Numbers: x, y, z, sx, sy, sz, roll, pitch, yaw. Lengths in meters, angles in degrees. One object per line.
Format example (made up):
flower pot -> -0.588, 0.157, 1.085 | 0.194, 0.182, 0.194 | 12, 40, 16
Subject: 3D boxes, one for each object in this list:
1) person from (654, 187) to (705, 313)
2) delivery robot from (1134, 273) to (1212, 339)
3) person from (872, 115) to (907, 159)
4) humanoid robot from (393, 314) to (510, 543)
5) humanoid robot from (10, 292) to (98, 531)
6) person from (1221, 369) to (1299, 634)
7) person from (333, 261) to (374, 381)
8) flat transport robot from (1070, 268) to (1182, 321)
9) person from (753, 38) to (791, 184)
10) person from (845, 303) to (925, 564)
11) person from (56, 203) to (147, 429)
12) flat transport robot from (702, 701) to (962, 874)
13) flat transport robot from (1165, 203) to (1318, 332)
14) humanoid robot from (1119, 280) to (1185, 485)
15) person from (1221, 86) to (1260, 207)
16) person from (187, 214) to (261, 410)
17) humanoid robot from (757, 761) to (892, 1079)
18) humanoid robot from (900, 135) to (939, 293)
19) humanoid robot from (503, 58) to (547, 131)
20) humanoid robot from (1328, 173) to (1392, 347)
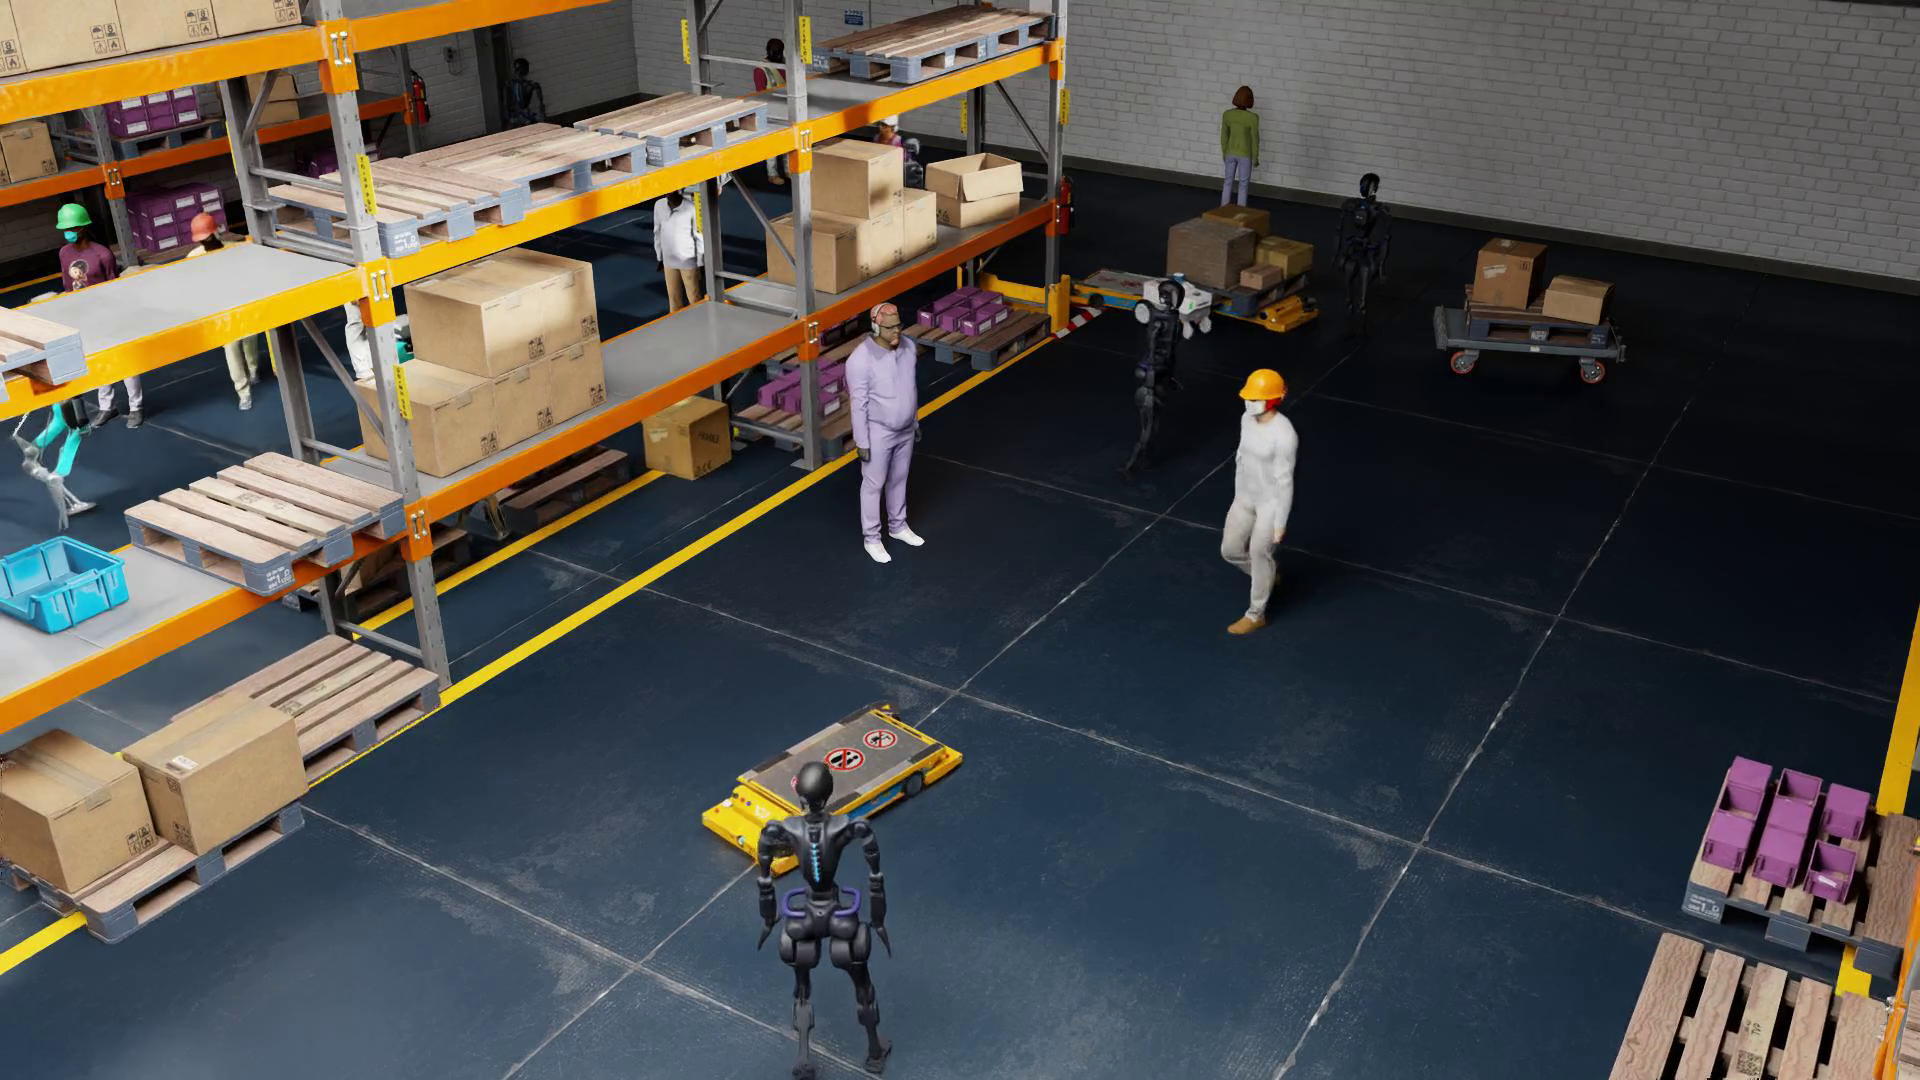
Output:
person -> -2.667, -2.668, 15.813 | 0.562, 1.752, 0.333 | 13, 30, 24
delivery robot -> 2.148, -2.365, 16.517 | 0.499, 0.573, 0.759 | -20, 33, -34
person -> -0.784, -3.733, 17.818 | 0.516, 1.837, 0.381 | 24, 35, 39
humanoid robot -> -3.644, -0.728, 12.019 | 0.863, 1.781, 0.599 | 13, 30, 24
humanoid robot -> -6.804, -0.867, 12.413 | 0.713, 1.909, 0.546 | -23, 35, -37
person -> 1.988, -0.250, 10.909 | 0.478, 1.879, 0.580 | -15, 30, -27
person -> -5.412, -2.332, 14.951 | 0.373, 1.940, 0.629 | -1, 27, -2
flat transport robot -> 1.836, -2.530, 17.183 | 1.431, 0.231, 0.659 | 16, 31, 28
person -> -2.330, -5.490, 21.296 | 0.430, 1.830, 0.633 | 20, 33, 34
person -> -0.507, -0.784, 11.935 | 0.413, 1.908, 0.641 | 21, 34, 36
person -> -7.283, -1.899, 14.083 | 0.488, 1.953, 0.417 | 3, 27, 5
flat transport robot -> -0.708, 1.378, 9.482 | 0.659, 0.231, 1.431 | 23, 35, 37
flat transport robot -> 2.872, -2.436, 16.997 | 1.431, 0.231, 0.659 | 22, 34, 36
humanoid robot -> 1.526, -1.255, 13.119 | 0.395, 1.647, 0.600 | 12, 29, 22
person -> 3.293, -4.516, 19.585 | 0.498, 1.634, 0.280 | 20, 33, 35
person -> -6.469, -2.093, 14.736 | 0.547, 1.697, 0.898 | -9, 28, -17
humanoid robot -> -0.603, 1.706, 7.286 | 0.601, 1.636, 0.402 | 0, 27, -1
humanoid robot -> -0.496, -3.384, 17.313 | 0.450, 1.654, 0.589 | -17, 32, -30
humanoid robot -> -5.514, -5.214, 20.933 | 0.596, 1.644, 0.532 | 5, 27, 10
humanoid robot -> 3.836, -2.706, 15.966 | 0.612, 1.648, 0.322 | 19, 33, 33
